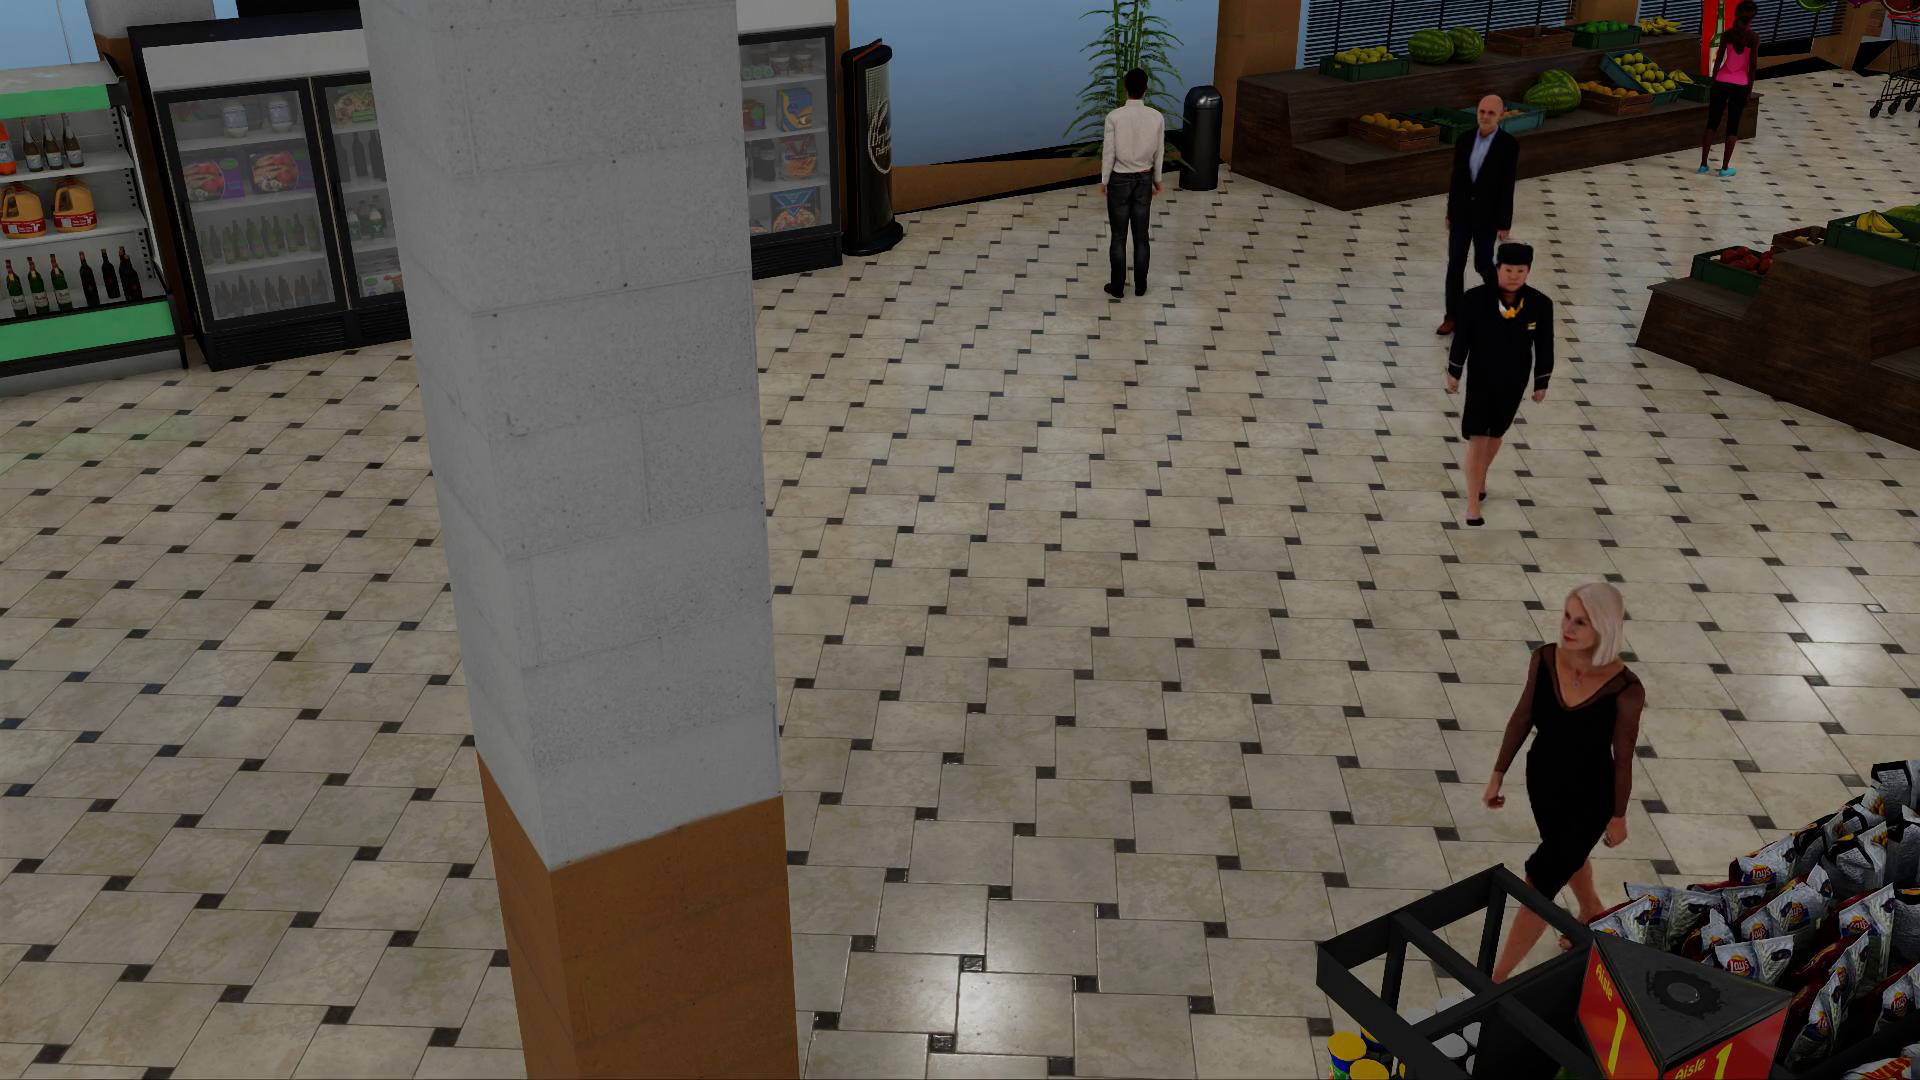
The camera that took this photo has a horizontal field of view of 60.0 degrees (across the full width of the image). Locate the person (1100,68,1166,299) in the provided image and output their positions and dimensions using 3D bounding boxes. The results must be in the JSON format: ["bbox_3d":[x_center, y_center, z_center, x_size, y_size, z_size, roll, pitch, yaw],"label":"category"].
[{"bbox_3d":[1.363,-2.839,13.265,0.628,1.810,0.797,-4,27,-8],"label":"person"}]

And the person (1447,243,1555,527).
[{"bbox_3d":[3.125,-0.926,9.686,1.116,1.636,1.161,6,27,11],"label":"person"}]

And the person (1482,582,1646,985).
[{"bbox_3d":[2.248,0.908,6.002,1.054,1.696,0.595,-14,30,-26],"label":"person"}]

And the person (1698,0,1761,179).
[{"bbox_3d":[7.737,-4.537,16.711,0.619,1.722,0.626,23,35,37],"label":"person"}]

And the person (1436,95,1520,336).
[{"bbox_3d":[3.928,-2.466,12.567,0.947,1.776,1.177,19,33,33],"label":"person"}]
